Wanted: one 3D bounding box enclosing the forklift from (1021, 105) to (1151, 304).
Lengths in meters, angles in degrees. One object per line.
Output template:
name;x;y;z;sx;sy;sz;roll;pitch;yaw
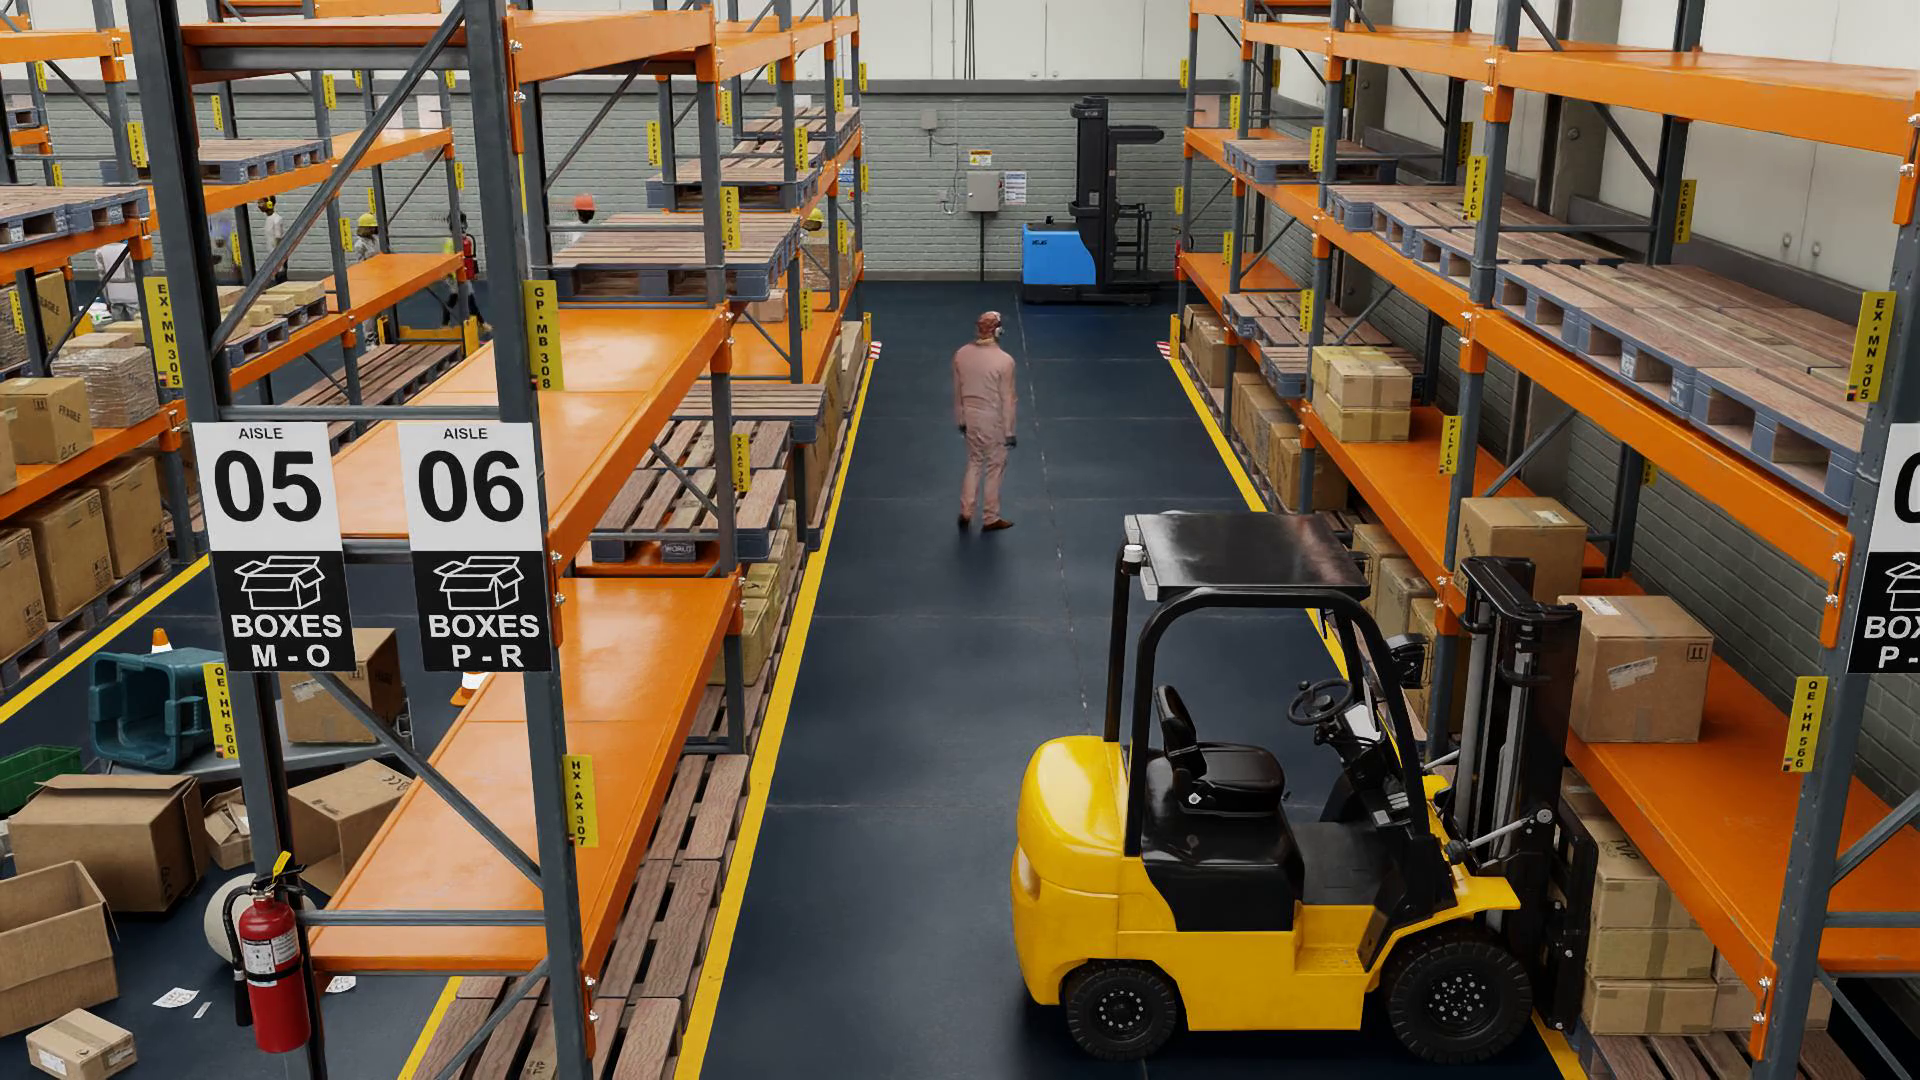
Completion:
forklift;1.857;-4.944;24.441;1.873;2.768;1.129;0;18;0

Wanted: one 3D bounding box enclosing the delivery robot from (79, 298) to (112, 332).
delivery robot;-11.353;-2.945;21.894;0.707;0.478;0.477;15;23;38

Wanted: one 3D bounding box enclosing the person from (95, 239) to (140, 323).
person;-9.843;-2.864;19.648;0.543;1.929;0.387;2;18;5

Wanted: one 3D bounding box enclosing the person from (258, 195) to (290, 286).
person;-9.246;-3.788;22.558;0.340;1.858;0.506;-12;22;-31

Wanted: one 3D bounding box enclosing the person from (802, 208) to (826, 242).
person;-1.906;-3.477;21.806;0.326;1.735;0.491;-1;18;-3

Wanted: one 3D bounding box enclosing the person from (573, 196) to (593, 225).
person;-5.404;-4.169;24.053;0.285;1.631;0.501;-14;23;-35

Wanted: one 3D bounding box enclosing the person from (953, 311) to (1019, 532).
person;0.205;-0.974;13.993;0.660;1.892;0.519;17;25;42

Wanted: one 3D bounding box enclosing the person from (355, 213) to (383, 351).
person;-7.472;-3.283;21.201;0.311;1.743;0.493;4;19;10

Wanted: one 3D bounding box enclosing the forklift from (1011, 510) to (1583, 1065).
forklift;1.387;1.055;7.378;2.313;2.155;1.214;0;18;0

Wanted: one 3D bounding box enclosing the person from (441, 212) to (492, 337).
person;-6.565;-3.514;22.042;0.893;1.639;0.544;0;18;0
